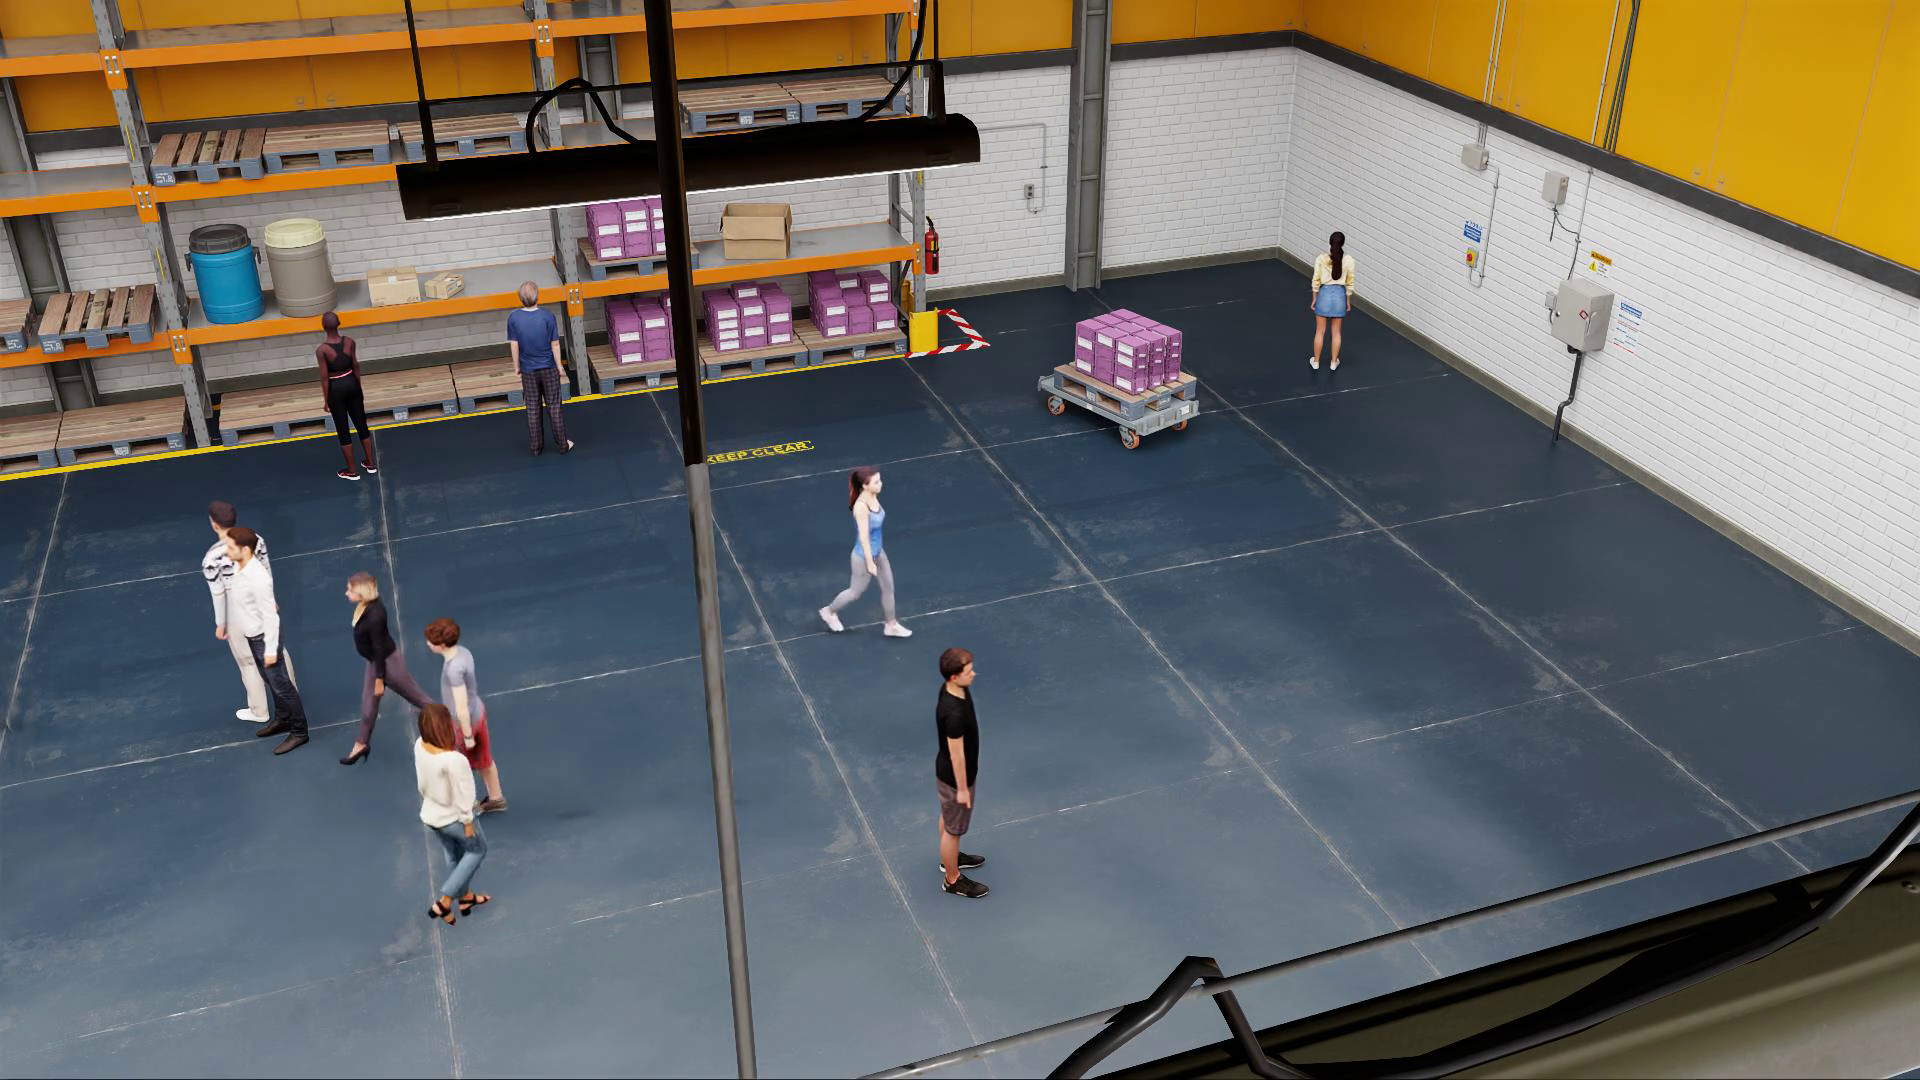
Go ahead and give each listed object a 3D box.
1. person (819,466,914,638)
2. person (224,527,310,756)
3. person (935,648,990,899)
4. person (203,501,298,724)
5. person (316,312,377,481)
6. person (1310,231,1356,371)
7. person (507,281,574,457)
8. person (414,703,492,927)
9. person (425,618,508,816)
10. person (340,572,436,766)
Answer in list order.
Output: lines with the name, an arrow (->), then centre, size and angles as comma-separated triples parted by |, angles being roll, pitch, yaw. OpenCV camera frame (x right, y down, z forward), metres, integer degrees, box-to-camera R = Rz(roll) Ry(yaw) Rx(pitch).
person -> -0.837, 0.129, 13.870 | 1.093, 1.582, 0.965 | 9, 30, 16
person -> -5.215, 0.725, 12.475 | 0.666, 1.871, 0.724 | -21, 35, -34
person -> -0.029, 1.511, 11.044 | 0.699, 1.862, 0.738 | -1, 29, -1
person -> -5.492, 0.542, 12.820 | 0.825, 1.862, 0.734 | 16, 33, 27
person -> -6.135, -1.451, 16.583 | 0.722, 1.758, 0.617 | 22, 36, 35
person -> 4.262, -2.752, 19.098 | 0.658, 1.632, 0.787 | 4, 29, 7
person -> -4.310, -1.758, 17.027 | 0.557, 1.871, 0.769 | -3, 29, -6
person -> -3.361, 1.804, 10.710 | 0.789, 1.668, 0.857 | 22, 35, 34
person -> -3.399, 1.272, 11.718 | 0.715, 1.635, 0.674 | -5, 29, -9
person -> -4.144, 0.953, 12.333 | 1.125, 1.607, 0.723 | -15, 32, -25
